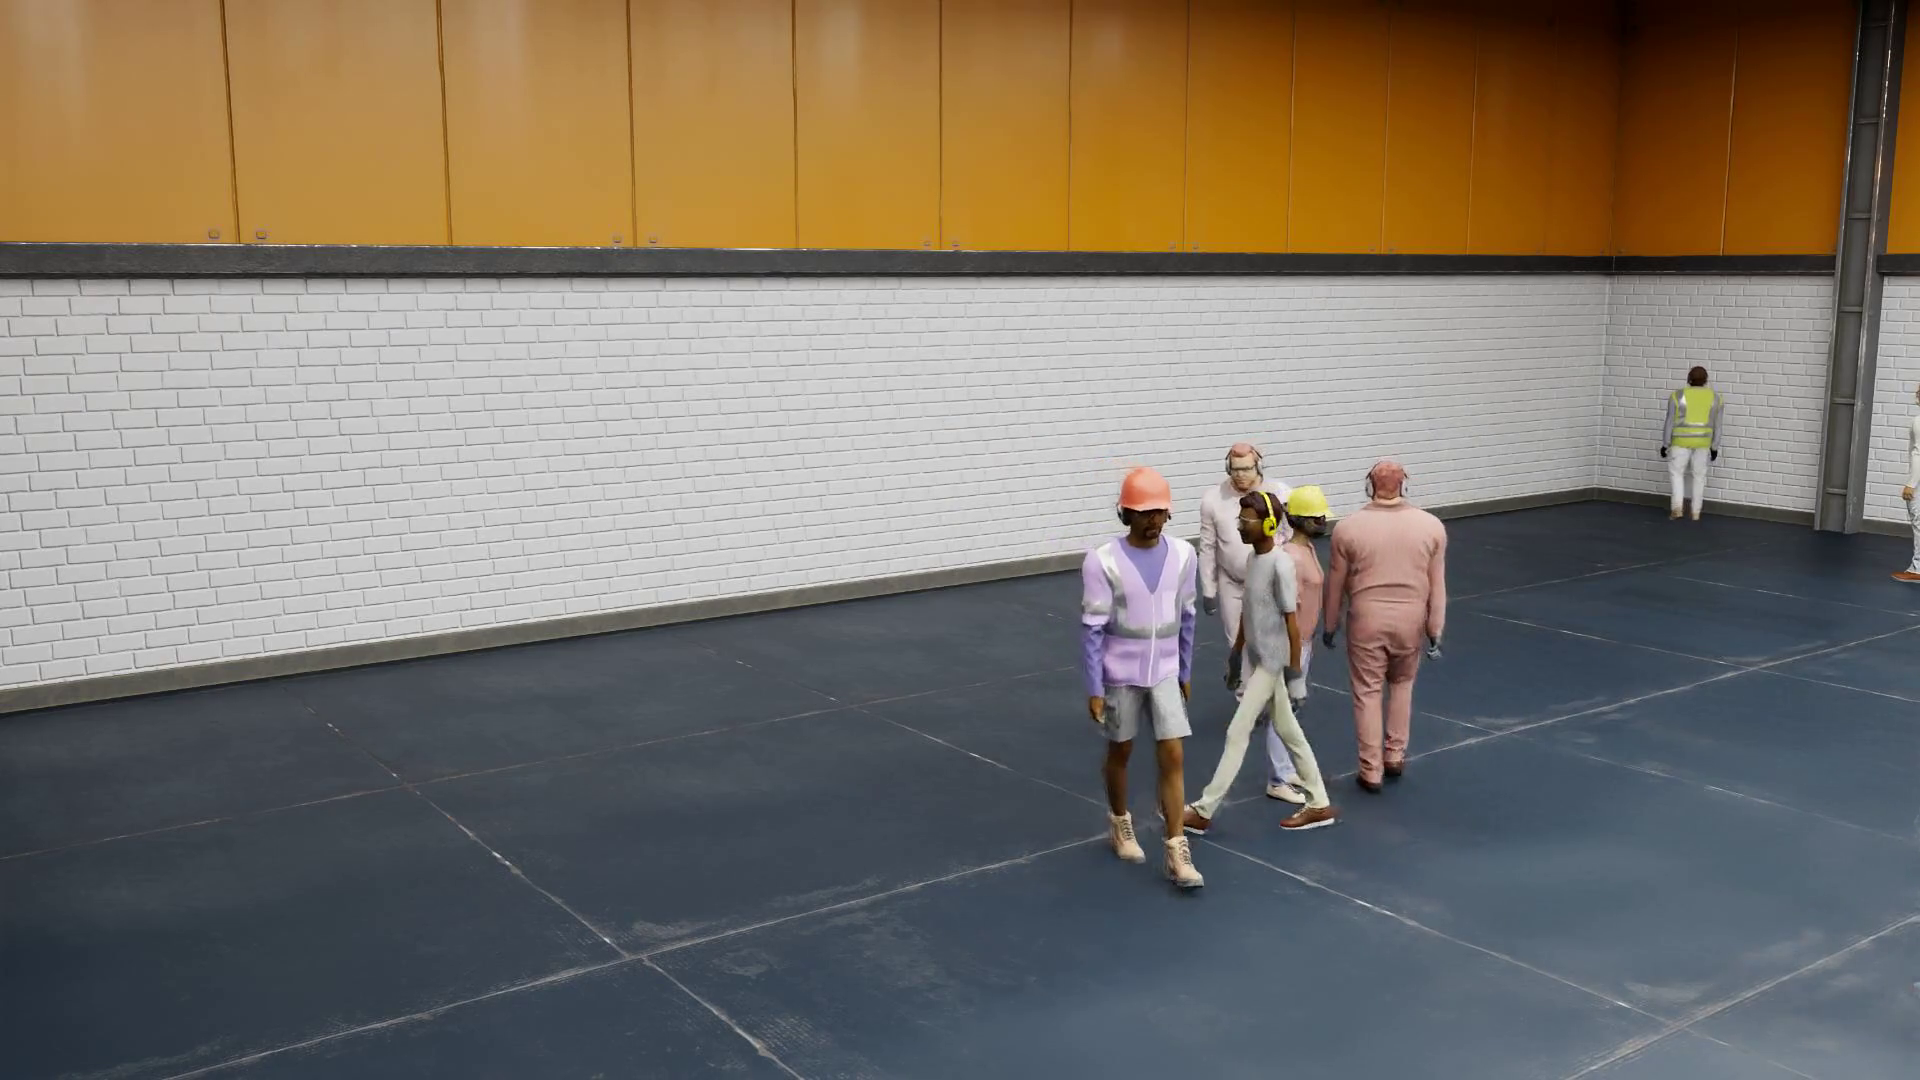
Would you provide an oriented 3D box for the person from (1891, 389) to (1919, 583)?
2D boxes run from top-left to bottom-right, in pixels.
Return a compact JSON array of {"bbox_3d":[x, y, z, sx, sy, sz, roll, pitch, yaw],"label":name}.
[{"bbox_3d":[9.134,-0.556,15.730,0.627,1.940,0.372,-7,11,-35],"label":"person"}]

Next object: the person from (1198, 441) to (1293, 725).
[{"bbox_3d":[1.853,0.302,10.625,0.681,1.880,0.404,4,10,22],"label":"person"}]

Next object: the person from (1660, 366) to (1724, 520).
[{"bbox_3d":[8.619,-1.133,19.605,0.650,1.843,0.430,1,9,9],"label":"person"}]

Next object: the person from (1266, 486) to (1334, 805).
[{"bbox_3d":[1.901,0.572,9.300,0.331,1.768,0.526,4,10,21],"label":"person"}]

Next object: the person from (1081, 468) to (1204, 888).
[{"bbox_3d":[0.906,0.665,7.987,0.628,2.001,0.949,-3,10,-15],"label":"person"}]

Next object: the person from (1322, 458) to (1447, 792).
[{"bbox_3d":[2.407,0.471,9.530,0.669,1.884,0.657,1,9,5],"label":"person"}]

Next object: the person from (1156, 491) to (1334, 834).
[{"bbox_3d":[1.535,0.649,8.670,0.992,1.811,0.546,-1,9,-6],"label":"person"}]
